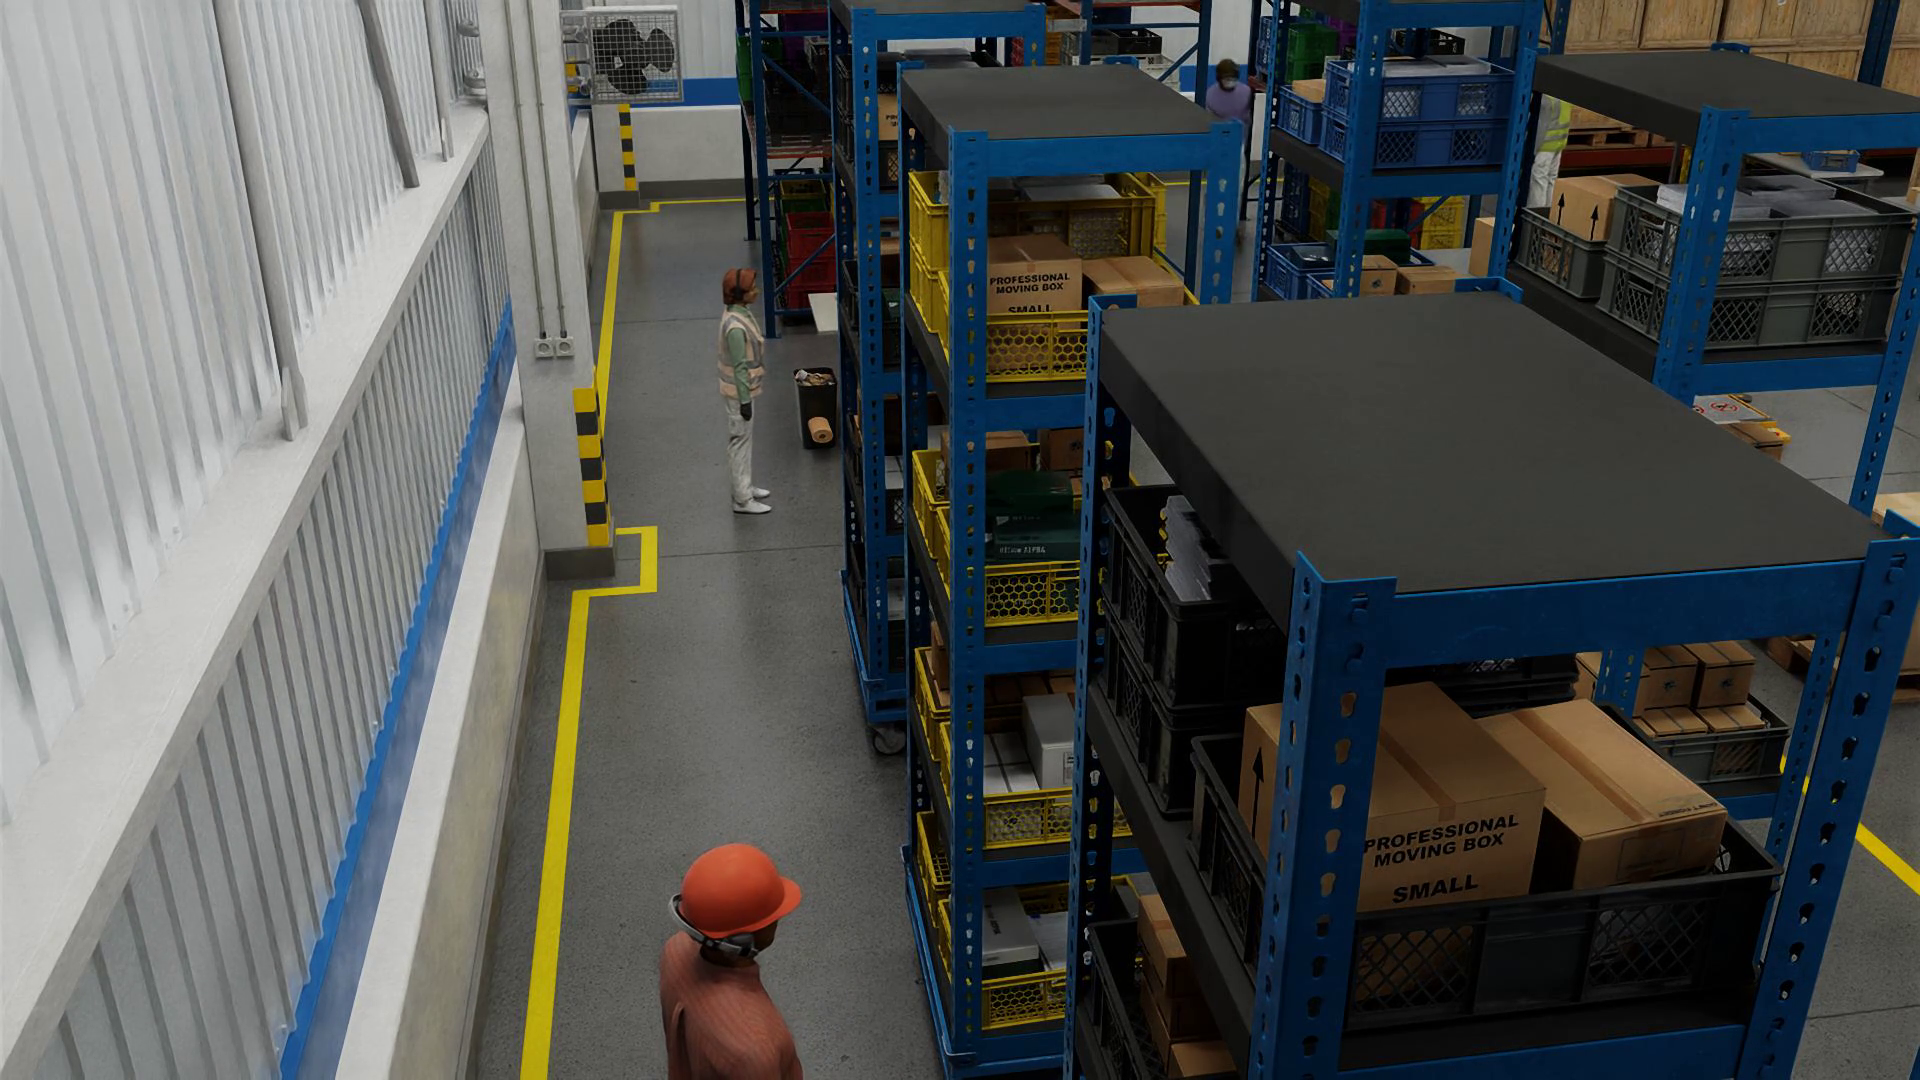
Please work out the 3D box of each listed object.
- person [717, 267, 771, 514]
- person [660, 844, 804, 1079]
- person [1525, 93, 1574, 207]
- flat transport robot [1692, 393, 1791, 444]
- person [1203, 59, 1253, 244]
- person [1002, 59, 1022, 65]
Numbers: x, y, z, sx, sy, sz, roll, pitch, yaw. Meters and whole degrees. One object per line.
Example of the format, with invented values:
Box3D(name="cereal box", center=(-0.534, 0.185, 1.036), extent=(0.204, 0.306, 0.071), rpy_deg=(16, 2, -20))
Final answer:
Box3D(name="person", center=(-1.404, -0.961, 10.739), extent=(0.312, 1.633, 0.519), rpy_deg=(-2, 25, -5))
Box3D(name="person", center=(-0.585, 1.687, 4.551), extent=(0.378, 1.996, 0.611), rpy_deg=(-14, 28, -28))
Box3D(name="person", center=(6.065, -4.081, 17.275), extent=(0.430, 1.841, 0.624), rpy_deg=(23, 33, 40))
Box3D(name="flat transport robot", center=(5.224, -0.859, 12.132), extent=(1.431, 0.197, 0.652), rpy_deg=(-4, 25, -8))
Box3D(name="person", center=(2.663, -3.948, 16.924), extent=(0.655, 1.888, 0.610), rpy_deg=(-8, 26, -18))
Box3D(name="person", center=(0.629, -4.733, 18.639), extent=(0.355, 1.884, 0.572), rpy_deg=(9, 26, 19))
